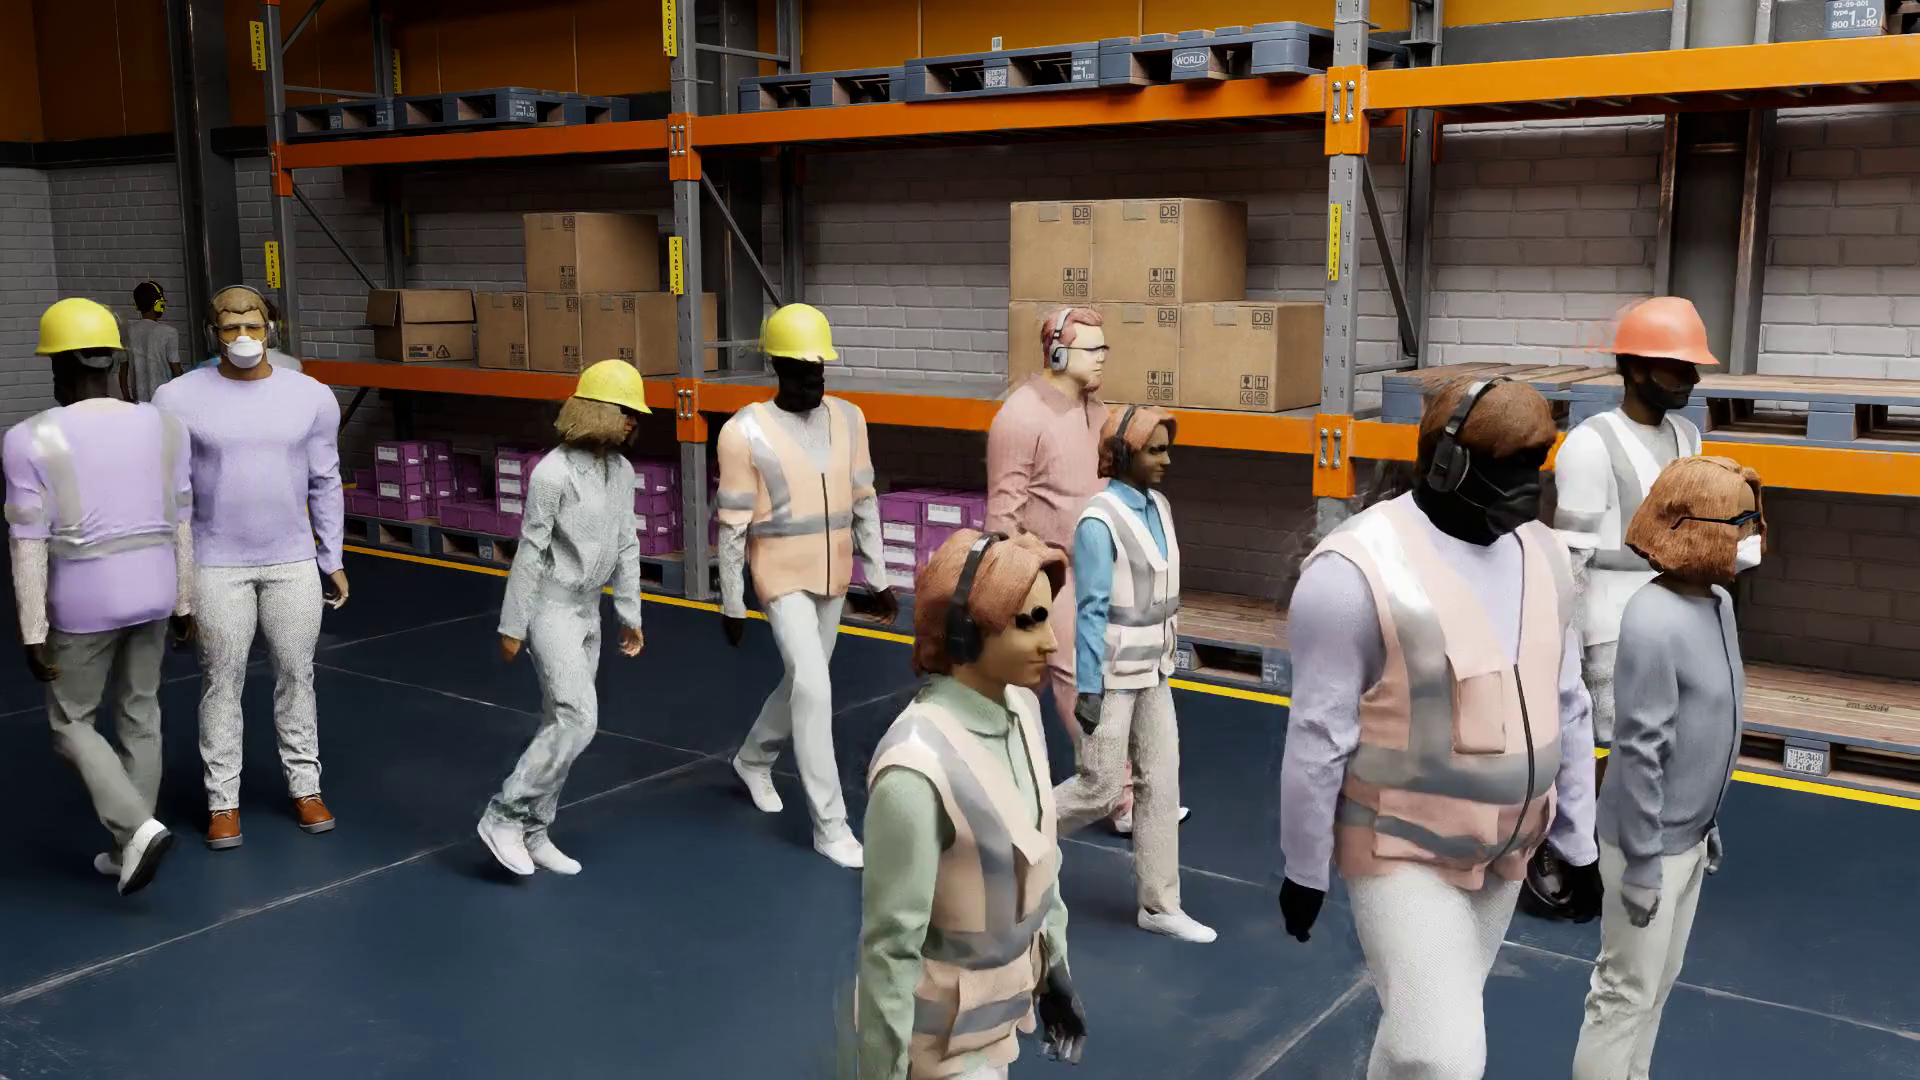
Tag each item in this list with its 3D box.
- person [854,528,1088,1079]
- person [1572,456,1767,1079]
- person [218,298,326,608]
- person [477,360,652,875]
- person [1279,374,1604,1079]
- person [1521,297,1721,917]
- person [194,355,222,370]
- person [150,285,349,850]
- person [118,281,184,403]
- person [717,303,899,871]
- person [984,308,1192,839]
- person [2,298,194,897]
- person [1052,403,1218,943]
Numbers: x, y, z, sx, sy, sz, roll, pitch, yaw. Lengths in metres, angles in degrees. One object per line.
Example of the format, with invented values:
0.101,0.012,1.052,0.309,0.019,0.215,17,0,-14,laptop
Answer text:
0.023,0.785,2.597,0.433,1.622,0.530,3,10,17,person
1.485,0.632,3.481,0.284,1.633,0.501,7,12,38,person
-3.821,-0.422,9.181,0.887,1.842,0.526,6,11,31,person
-1.268,0.264,5.461,0.543,1.701,0.541,2,10,15,person
0.960,0.603,3.108,0.641,1.812,0.691,-6,11,-31,person
1.985,0.247,4.942,0.552,1.924,0.445,-7,12,-37,person
-4.663,-0.632,10.854,0.611,1.672,0.554,5,11,26,person
-2.454,0.090,5.803,0.627,1.941,0.371,-6,11,-31,person
-6.046,-1.005,12.535,0.532,1.871,0.321,1,10,5,person
-0.580,0.120,5.793,0.928,1.888,0.584,9,13,44,person
0.414,0.109,5.935,0.999,1.851,0.674,6,11,32,person
-2.662,0.200,5.237,0.547,1.910,0.589,7,12,35,person
0.418,0.396,4.960,0.670,1.617,0.521,6,11,30,person
